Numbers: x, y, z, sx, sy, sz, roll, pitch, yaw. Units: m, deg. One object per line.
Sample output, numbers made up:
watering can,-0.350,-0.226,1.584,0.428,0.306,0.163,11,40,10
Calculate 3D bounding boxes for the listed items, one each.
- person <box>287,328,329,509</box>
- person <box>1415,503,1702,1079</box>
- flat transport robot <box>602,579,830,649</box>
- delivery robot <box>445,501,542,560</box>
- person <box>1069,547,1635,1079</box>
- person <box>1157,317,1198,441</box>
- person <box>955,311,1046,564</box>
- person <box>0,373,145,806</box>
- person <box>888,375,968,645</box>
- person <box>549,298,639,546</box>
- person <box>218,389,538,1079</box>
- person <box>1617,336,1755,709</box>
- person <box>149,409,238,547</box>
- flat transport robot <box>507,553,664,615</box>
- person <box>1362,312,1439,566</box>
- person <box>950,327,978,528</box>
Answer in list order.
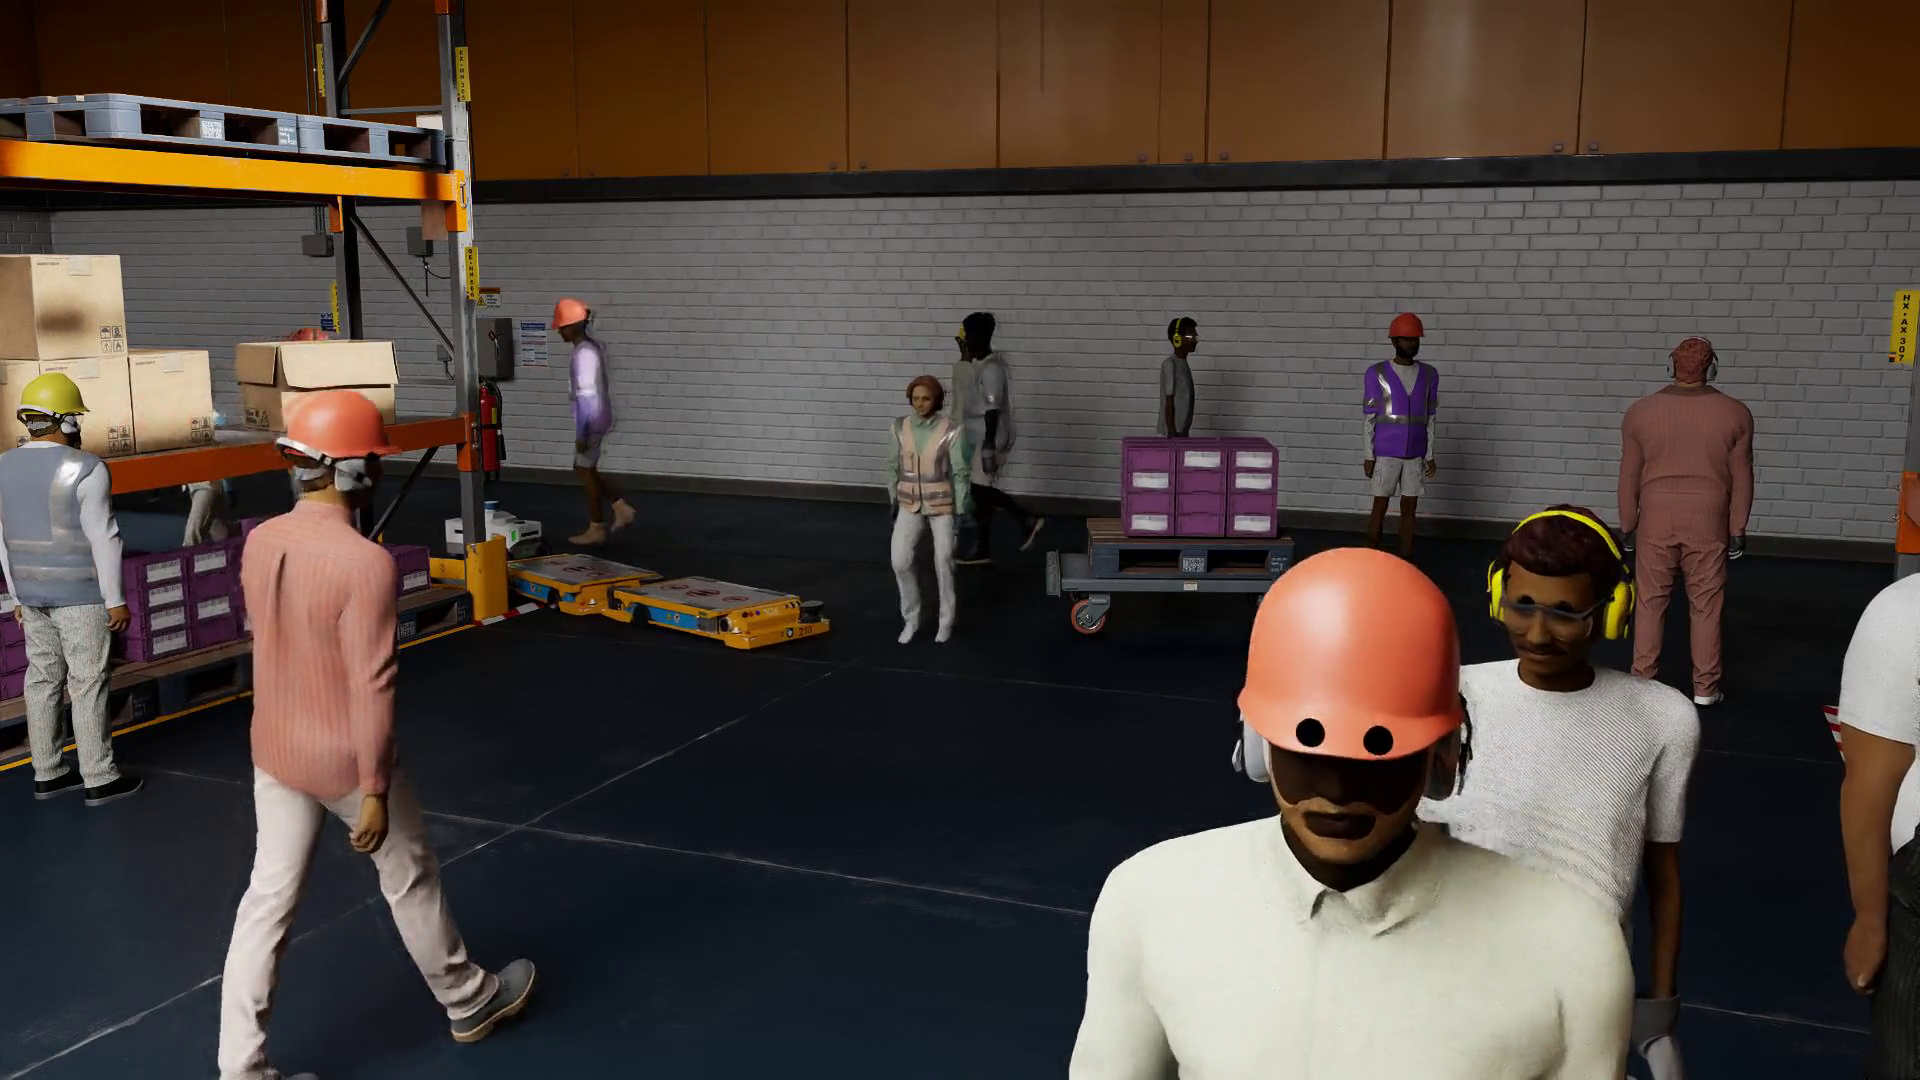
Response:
person,-4.556,-0.527,11.430,0.795,1.857,0.609,-4,10,-24
person,1.038,0.855,3.000,0.521,1.863,0.327,3,10,15
flat transport robot,-1.541,0.432,10.371,1.431,0.197,0.652,8,13,41
delivery robot,-3.400,-0.042,12.106,0.707,0.478,0.477,5,10,27
person,0.366,0.999,1.800,0.652,1.965,0.864,4,10,24
person,1.719,-0.806,13.056,0.327,1.869,0.518,3,10,19
person,0.293,-0.763,12.600,0.636,1.933,0.602,-1,9,-6
person,-3.769,0.212,7.024,0.589,1.827,0.403,3,10,18
person,-0.191,-0.170,9.908,0.553,1.615,0.528,4,10,20
person,-2.990,-0.935,13.386,0.547,2.016,0.664,-1,9,-6
person,-1.664,0.564,4.543,0.624,1.942,1.023,6,11,31
person,3.727,-0.087,8.576,0.639,1.909,0.407,4,10,25
person,-5.081,-0.329,10.978,0.555,1.587,0.887,7,12,36
flat transport robot,-2.638,0.279,11.302,0.652,0.197,1.431,-8,13,-41
person,3.120,-0.634,11.782,0.547,1.942,0.350,-1,9,-8
person,0.082,-0.985,14.469,0.336,1.760,0.528,-3,10,-15
